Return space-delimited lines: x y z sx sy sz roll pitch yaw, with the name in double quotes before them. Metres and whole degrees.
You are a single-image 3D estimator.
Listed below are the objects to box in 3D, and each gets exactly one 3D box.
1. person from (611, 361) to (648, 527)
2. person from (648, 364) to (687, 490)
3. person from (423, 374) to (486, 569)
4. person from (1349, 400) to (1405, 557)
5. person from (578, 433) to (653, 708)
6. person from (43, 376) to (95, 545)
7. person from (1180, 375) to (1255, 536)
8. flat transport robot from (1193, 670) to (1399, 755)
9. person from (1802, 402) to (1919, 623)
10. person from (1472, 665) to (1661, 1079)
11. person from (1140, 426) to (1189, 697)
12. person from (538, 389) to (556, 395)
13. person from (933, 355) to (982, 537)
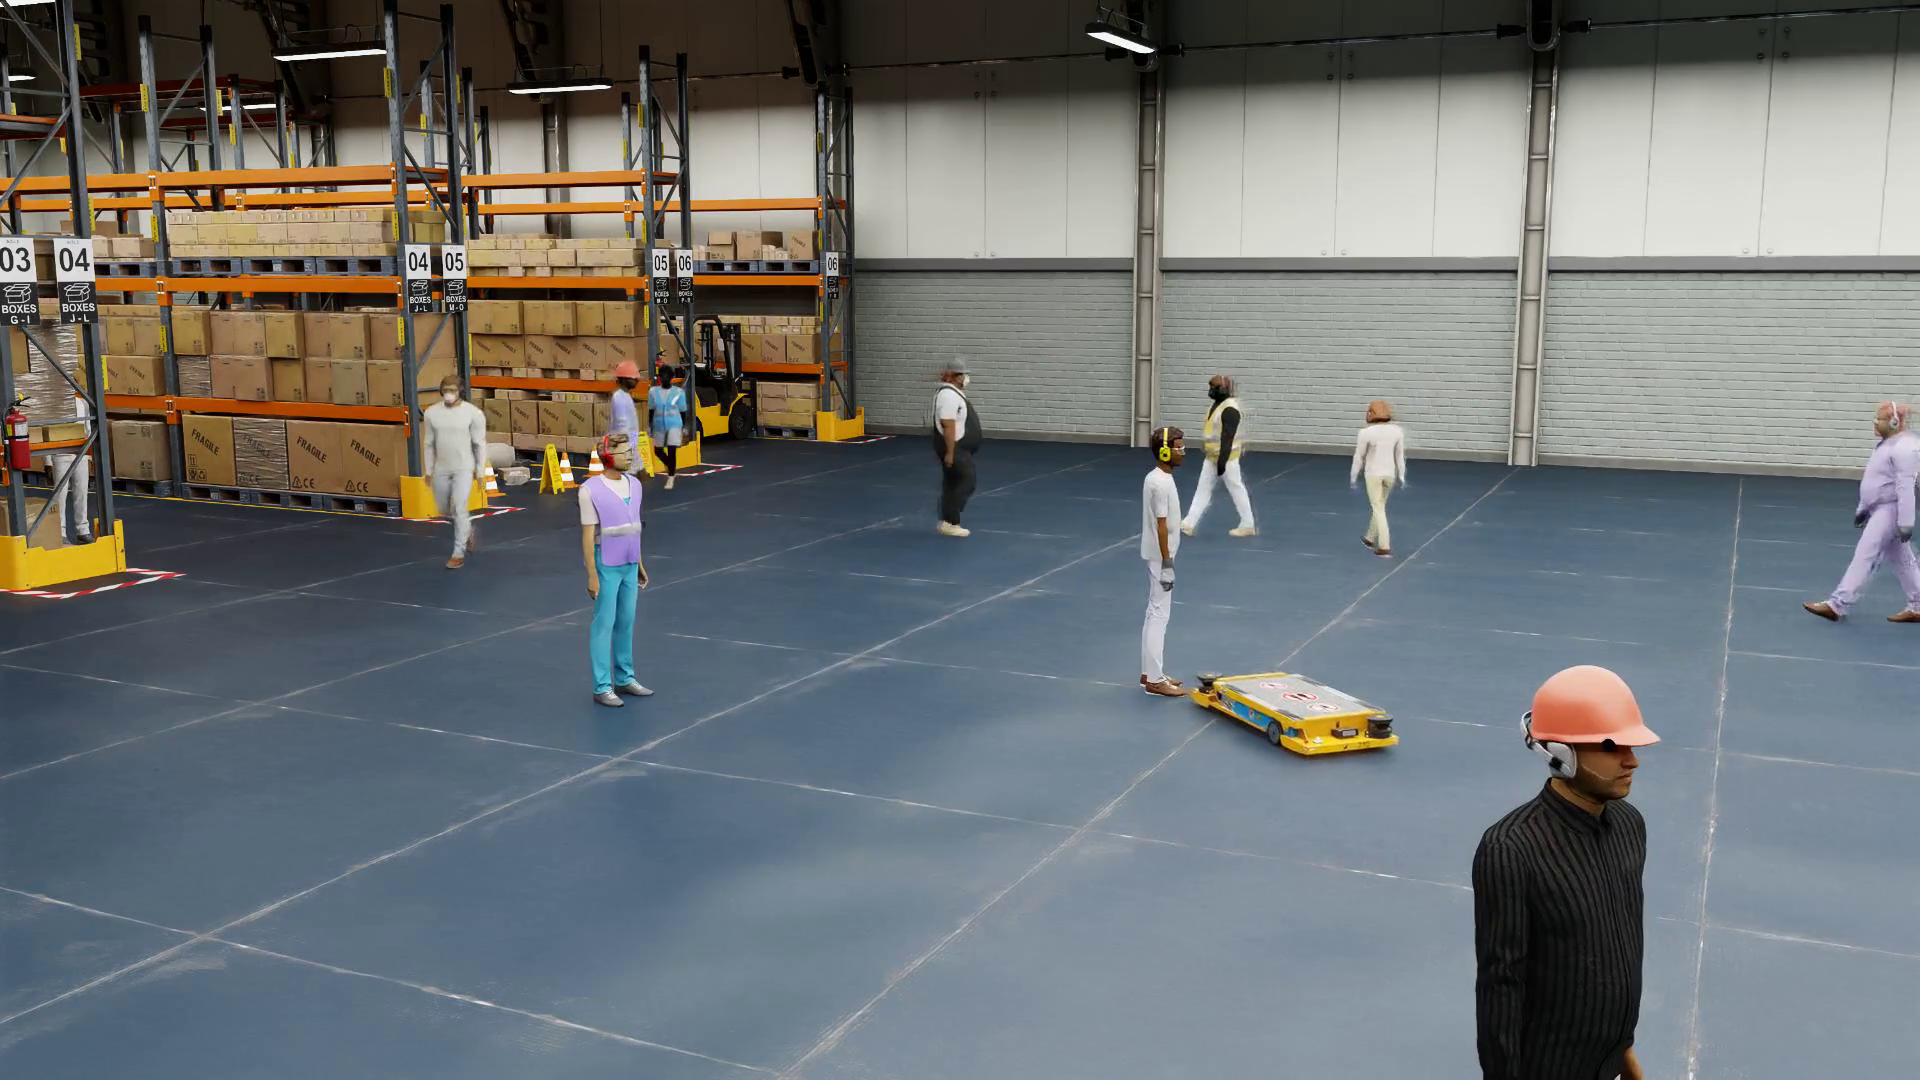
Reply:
"person" -3.759 -1.083 18.928 0.410 1.914 0.569 -1 9 -8
"person" -3.917 -1.536 22.392 0.534 1.681 0.560 1 9 8
"person" -4.999 -0.701 16.555 0.640 1.922 0.710 1 9 9
"person" 4.288 -0.653 17.244 0.524 1.589 0.816 -3 10 -16
"person" -2.359 0.192 11.318 0.378 1.848 0.570 5 10 27
"person" -9.446 -0.858 17.652 0.338 1.882 0.582 6 11 31
"person" 2.825 -0.912 18.258 0.984 1.791 0.648 -2 9 -10
"flat transport robot" 2.130 1.080 10.698 0.652 0.197 1.431 -3 10 -20
"person" 7.644 -0.223 13.843 0.985 1.850 0.671 3 10 18
"person" 1.499 1.289 4.139 0.612 1.997 0.376 -7 12 -38
"person" 1.415 0.151 11.561 0.386 1.880 0.540 0 9 0
"person" -6.856 -2.481 27.354 0.367 1.966 0.606 6 11 32
"person" -0.025 -1.035 18.258 0.540 2.000 0.685 0 9 -2
